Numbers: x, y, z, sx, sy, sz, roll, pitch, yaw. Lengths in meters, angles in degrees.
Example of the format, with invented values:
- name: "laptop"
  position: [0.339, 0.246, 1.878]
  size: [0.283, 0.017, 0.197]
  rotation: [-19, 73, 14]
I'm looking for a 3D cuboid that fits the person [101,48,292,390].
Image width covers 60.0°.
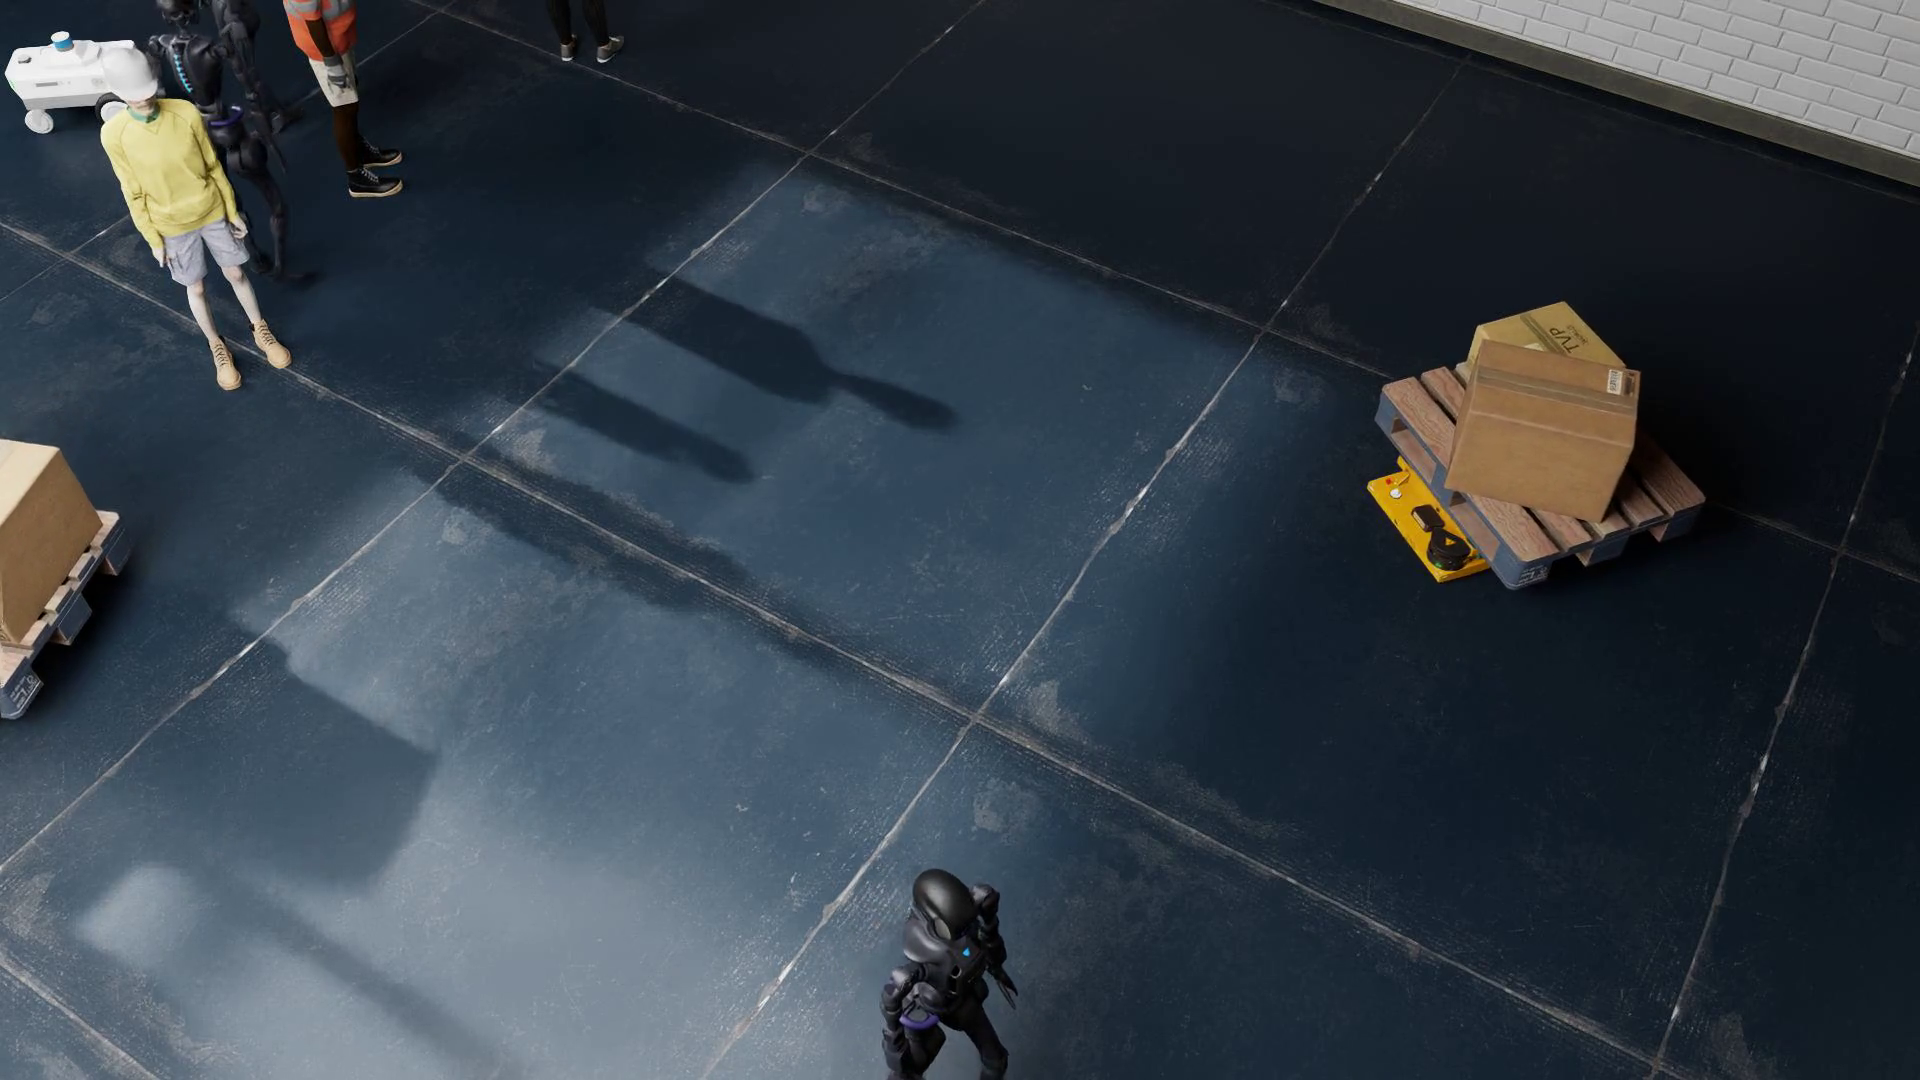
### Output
- name: "person"
  position: [-3.757, -1.567, 8.111]
  size: [0.483, 1.889, 0.386]
  rotation: [-29, 55, -23]

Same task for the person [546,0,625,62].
- name: "person"
  position: [-2.410, -3.719, 10.079]
  size: [0.761, 1.754, 0.448]
  rotation: [7, 49, 6]

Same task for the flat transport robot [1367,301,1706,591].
- name: "flat transport robot"
  position: [2.771, -0.267, 8.049]
  size: [1.431, 0.231, 0.659]
  rotation: [-17, 51, -14]

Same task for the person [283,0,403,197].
- name: "person"
  position: [-3.455, -2.780, 9.128]
  size: [0.374, 1.958, 0.605]
  rotation: [-11, 50, -9]

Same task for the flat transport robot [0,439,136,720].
- name: "flat transport robot"
  position: [-4.457, 0.376, 7.486]
  size: [0.659, 0.231, 1.431]
  rotation: [8, 49, 7]

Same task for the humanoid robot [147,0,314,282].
- name: "humanoid robot"
  position: [-3.870, -2.075, 8.700]
  size: [0.613, 1.645, 0.472]
  rotation: [6, 49, 6]

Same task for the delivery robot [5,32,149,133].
- name: "delivery robot"
  position: [-5.301, -2.781, 10.069]
  size: [0.811, 0.613, 0.499]
  rotation: [-6, 49, -5]

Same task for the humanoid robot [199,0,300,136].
- name: "humanoid robot"
  position: [-4.259, -3.131, 9.612]
  size: [0.325, 1.647, 0.589]
  rotation: [-35, 57, -26]

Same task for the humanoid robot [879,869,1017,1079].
- name: "humanoid robot"
  position: [-0.044, 1.571, 5.510]
  size: [0.531, 1.642, 0.598]
  rotation: [31, 56, 24]
